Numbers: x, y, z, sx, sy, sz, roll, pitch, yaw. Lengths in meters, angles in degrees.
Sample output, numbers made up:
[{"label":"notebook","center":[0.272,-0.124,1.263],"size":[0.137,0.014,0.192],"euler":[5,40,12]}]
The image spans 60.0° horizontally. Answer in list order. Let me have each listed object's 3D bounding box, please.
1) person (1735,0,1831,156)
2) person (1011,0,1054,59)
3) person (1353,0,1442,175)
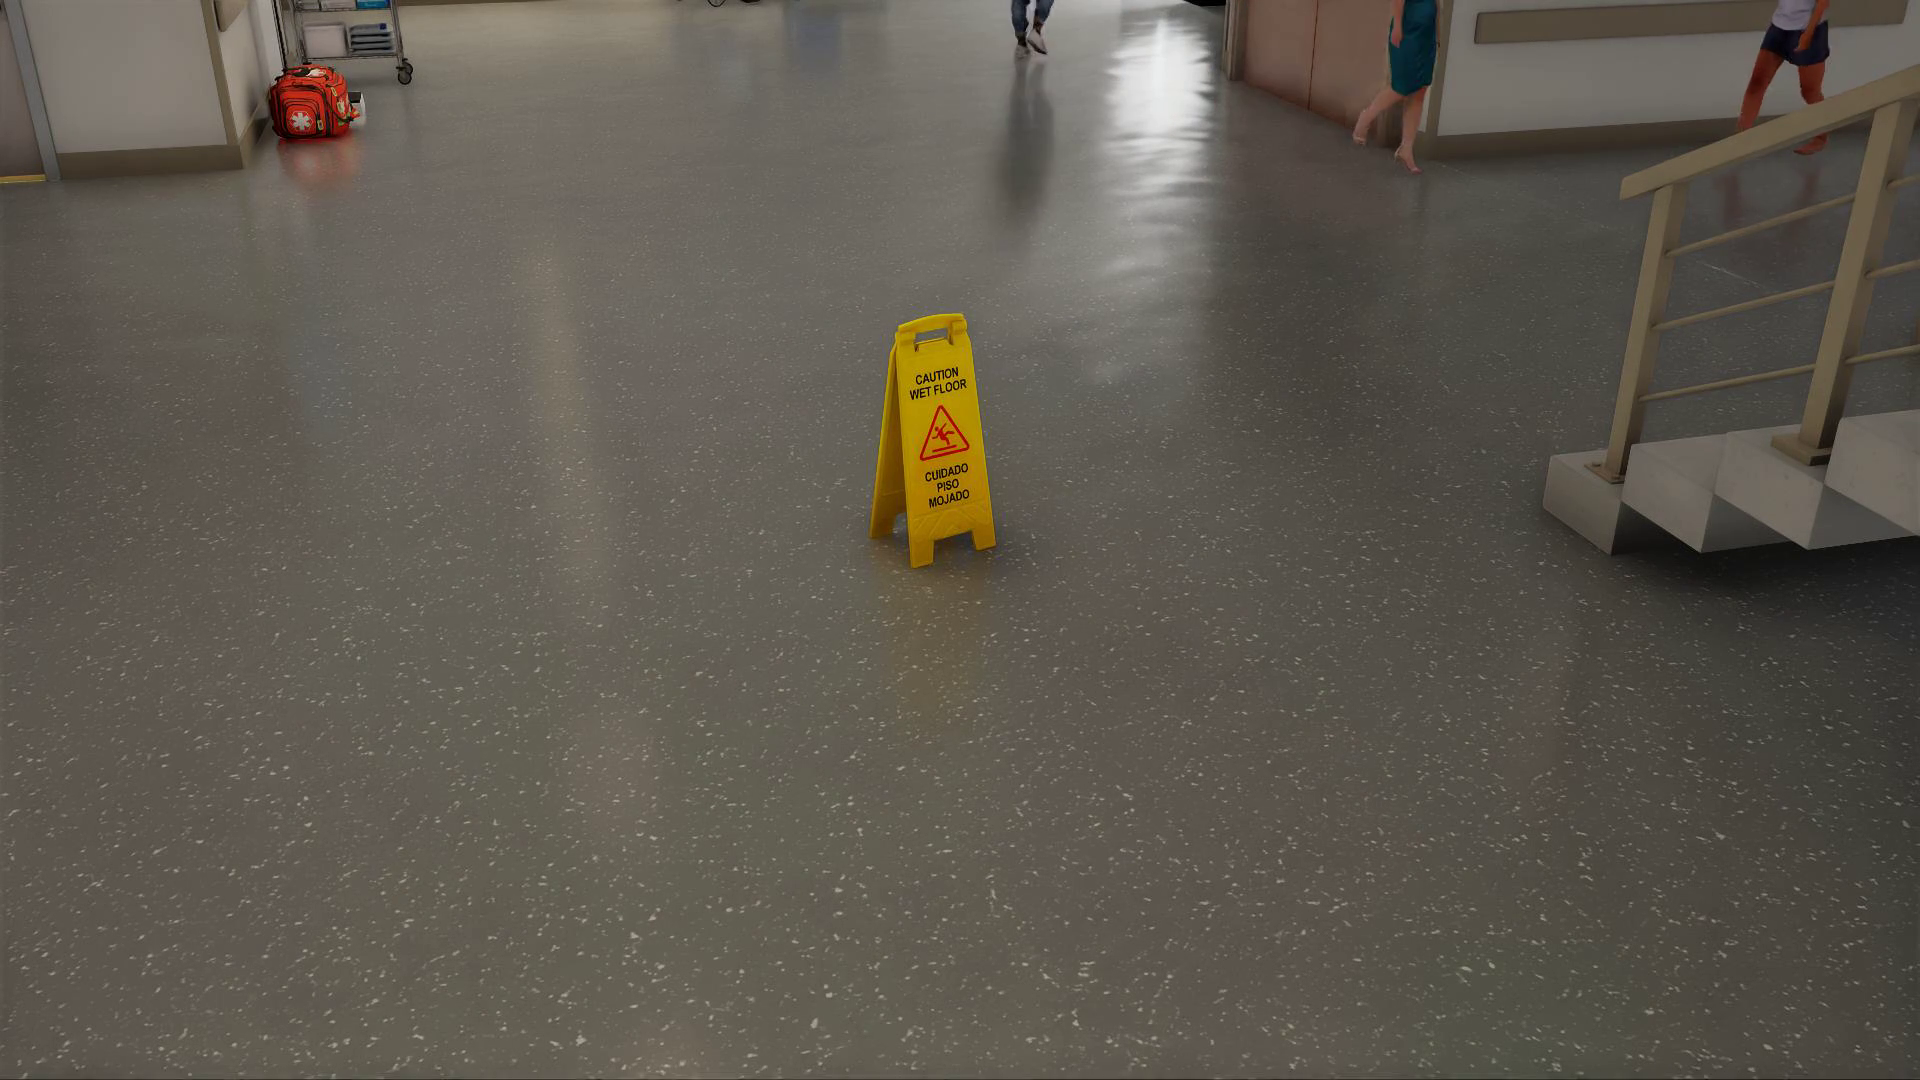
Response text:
[{"label":"person","center":[5.217,-3.108,10.214],"size":[0.719,1.581,0.996],"euler":[-10,27,-20]},{"label":"person","center":[0.533,-4.852,13.580],"size":[0.828,1.799,0.857],"euler":[8,27,16]},{"label":"person","center":[2.660,-3.050,9.986],"size":[0.728,1.674,0.839],"euler":[-19,32,-34]}]
